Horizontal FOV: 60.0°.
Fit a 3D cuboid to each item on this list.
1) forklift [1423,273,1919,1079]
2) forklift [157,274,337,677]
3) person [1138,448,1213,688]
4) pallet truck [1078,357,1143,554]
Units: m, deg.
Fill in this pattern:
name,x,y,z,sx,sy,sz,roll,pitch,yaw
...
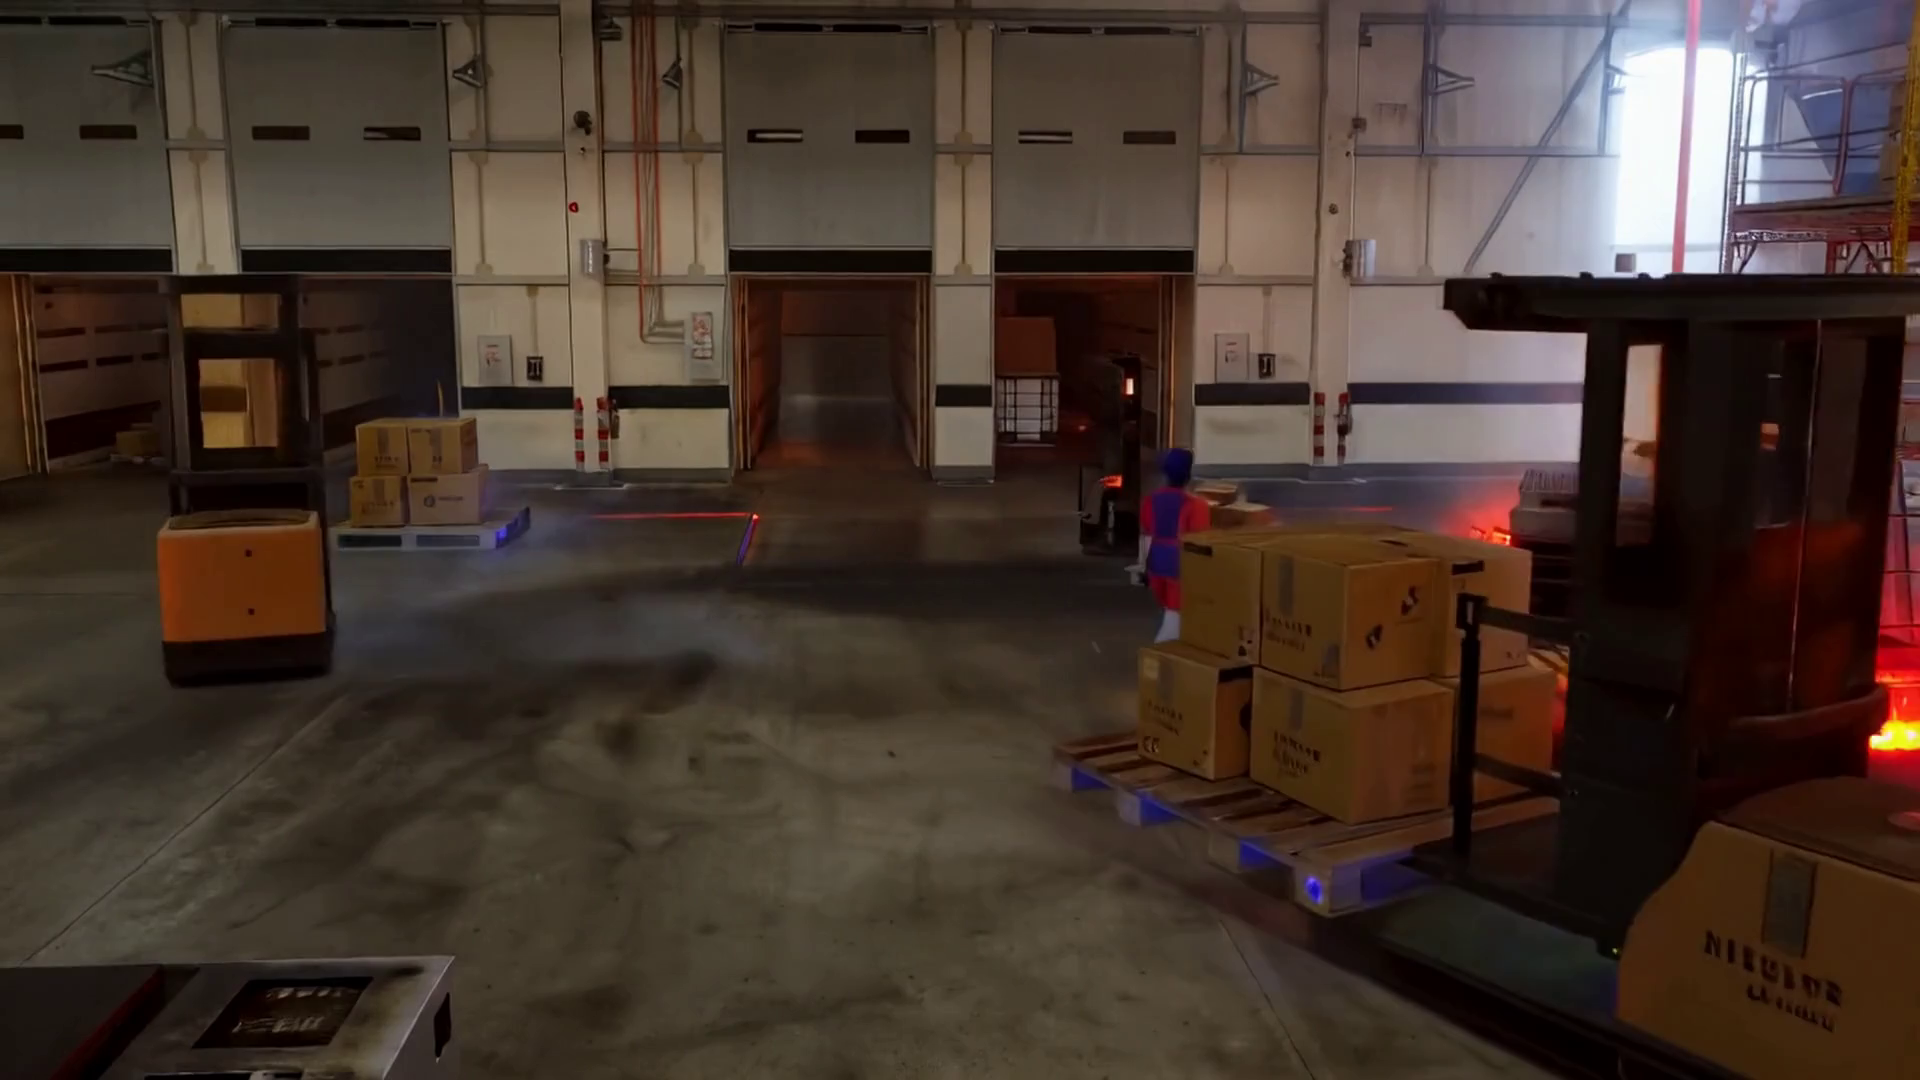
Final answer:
name,x,y,z,sx,sy,sz,roll,pitch,yaw
forklift,2.716,0.503,5.592,1.129,2.768,1.873,-5,10,-30
forklift,-5.254,-0.547,12.185,1.129,2.768,1.873,-3,10,-19
person,1.430,0.208,11.264,0.850,1.660,0.535,-9,13,-44
pallet truck,2.088,-0.836,16.757,1.885,1.965,0.823,2,9,13
